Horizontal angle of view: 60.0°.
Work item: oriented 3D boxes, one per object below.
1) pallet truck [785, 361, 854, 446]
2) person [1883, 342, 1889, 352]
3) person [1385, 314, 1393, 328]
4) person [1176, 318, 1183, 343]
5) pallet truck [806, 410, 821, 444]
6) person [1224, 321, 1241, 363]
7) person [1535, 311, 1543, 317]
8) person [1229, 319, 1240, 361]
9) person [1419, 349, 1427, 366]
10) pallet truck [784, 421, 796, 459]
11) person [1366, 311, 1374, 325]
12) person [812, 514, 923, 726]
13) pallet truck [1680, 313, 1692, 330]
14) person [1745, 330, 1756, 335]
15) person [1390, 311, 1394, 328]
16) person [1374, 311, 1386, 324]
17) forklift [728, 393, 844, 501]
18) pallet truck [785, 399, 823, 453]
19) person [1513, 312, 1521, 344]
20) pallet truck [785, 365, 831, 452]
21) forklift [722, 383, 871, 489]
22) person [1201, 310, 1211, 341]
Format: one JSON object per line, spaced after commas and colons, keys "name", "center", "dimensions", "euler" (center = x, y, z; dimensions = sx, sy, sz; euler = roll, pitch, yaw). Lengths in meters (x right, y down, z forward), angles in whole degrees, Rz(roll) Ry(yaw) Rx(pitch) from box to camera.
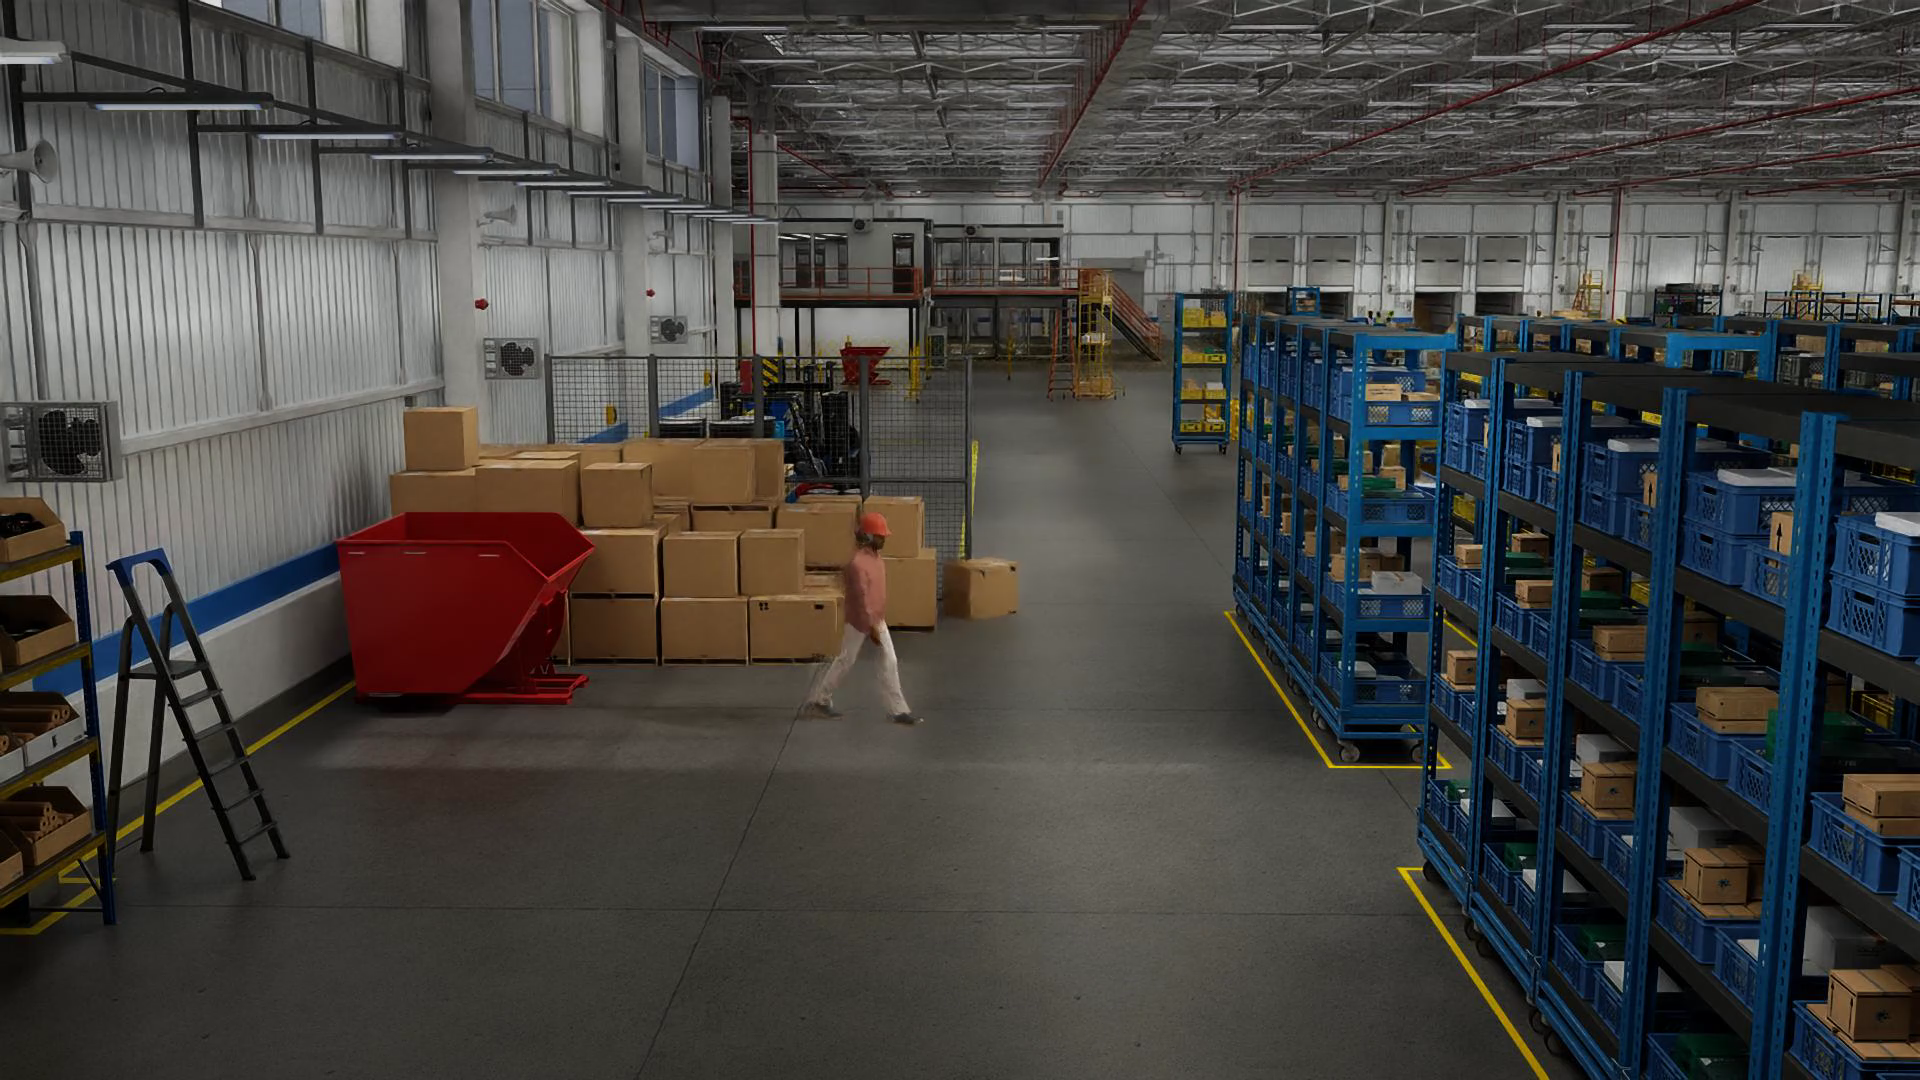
{"name": "pallet truck", "center": [-3.410, -3.193, 38.978], "dimensions": [1.885, 1.965, 0.823], "euler": [0, 9, -1]}
{"name": "person", "center": [33.804, -6.543, 60.561], "dimensions": [0.320, 1.698, 0.531], "euler": [0, 9, 1]}
{"name": "person", "center": [21.607, -10.396, 83.664], "dimensions": [0.537, 1.915, 0.588], "euler": [-2, 9, -12]}
{"name": "person", "center": [10.540, -9.831, 80.390], "dimensions": [0.508, 1.846, 0.345], "euler": [-7, 11, -36]}
{"name": "pallet truck", "center": [-3.559, -2.018, 33.905], "dimensions": [1.522, 1.261, 0.704], "euler": [0, 9, -1]}
{"name": "person", "center": [12.064, -8.815, 73.952], "dimensions": [0.852, 1.909, 0.548], "euler": [7, 12, 38]}
{"name": "person", "center": [32.086, -11.779, 92.286], "dimensions": [0.583, 1.882, 0.338], "euler": [9, 13, 44]}
{"name": "person", "center": [12.484, -9.159, 76.095], "dimensions": [0.602, 1.897, 0.698], "euler": [-1, 9, -3]}
{"name": "person", "center": [15.450, -5.815, 55.693], "dimensions": [0.555, 1.818, 0.610], "euler": [-1, 9, -5]}
{"name": "pallet truck", "center": [-4.013, -1.793, 32.705], "dimensions": [1.601, 1.201, 0.680], "euler": [0, 9, 1]}
{"name": "person", "center": [22.177, -11.432, 90.056], "dimensions": [0.587, 1.915, 0.391], "euler": [-7, 12, -38]}
{"name": "person", "center": [-0.879, 0.717, 15.065], "dimensions": [1.062, 1.945, 0.602], "euler": [5, 10, 28]}
{"name": "pallet truck", "center": [36.315, -10.531, 84.244], "dimensions": [0.823, 1.965, 1.885], "euler": [-6, 11, -33]}
{"name": "person", "center": [34.699, -8.775, 73.279], "dimensions": [0.690, 2.000, 0.697], "euler": [-6, 11, -31]}
{"name": "person", "center": [24.269, -11.927, 93.364], "dimensions": [0.933, 1.825, 0.557], "euler": [5, 10, 28]}
{"name": "person", "center": [24.040, -12.198, 95.187], "dimensions": [0.641, 1.795, 0.792], "euler": [4, 10, 25]}
{"name": "forklift", "center": [-2.979, -1.316, 26.476], "dimensions": [2.680, 1.987, 1.157], "euler": [0, 9, 1]}
{"name": "pallet truck", "center": [-3.814, -2.432, 36.419], "dimensions": [1.630, 1.274, 0.653], "euler": [0, 9, 1]}
{"name": "person", "center": [29.409, -11.048, 87.740], "dimensions": [0.893, 1.903, 0.548], "euler": [-8, 12, -40]}
{"name": "pallet truck", "center": [-3.774, -2.976, 37.635], "dimensions": [1.885, 1.965, 0.823], "euler": [1, 9, 5]}
{"name": "forklift", "center": [-2.893, -1.687, 28.729], "dimensions": [2.680, 1.987, 1.157], "euler": [0, 9, -1]}
{"name": "person", "center": [14.335, -12.572, 97.107], "dimensions": [0.763, 1.906, 0.592], "euler": [9, 13, 43]}
